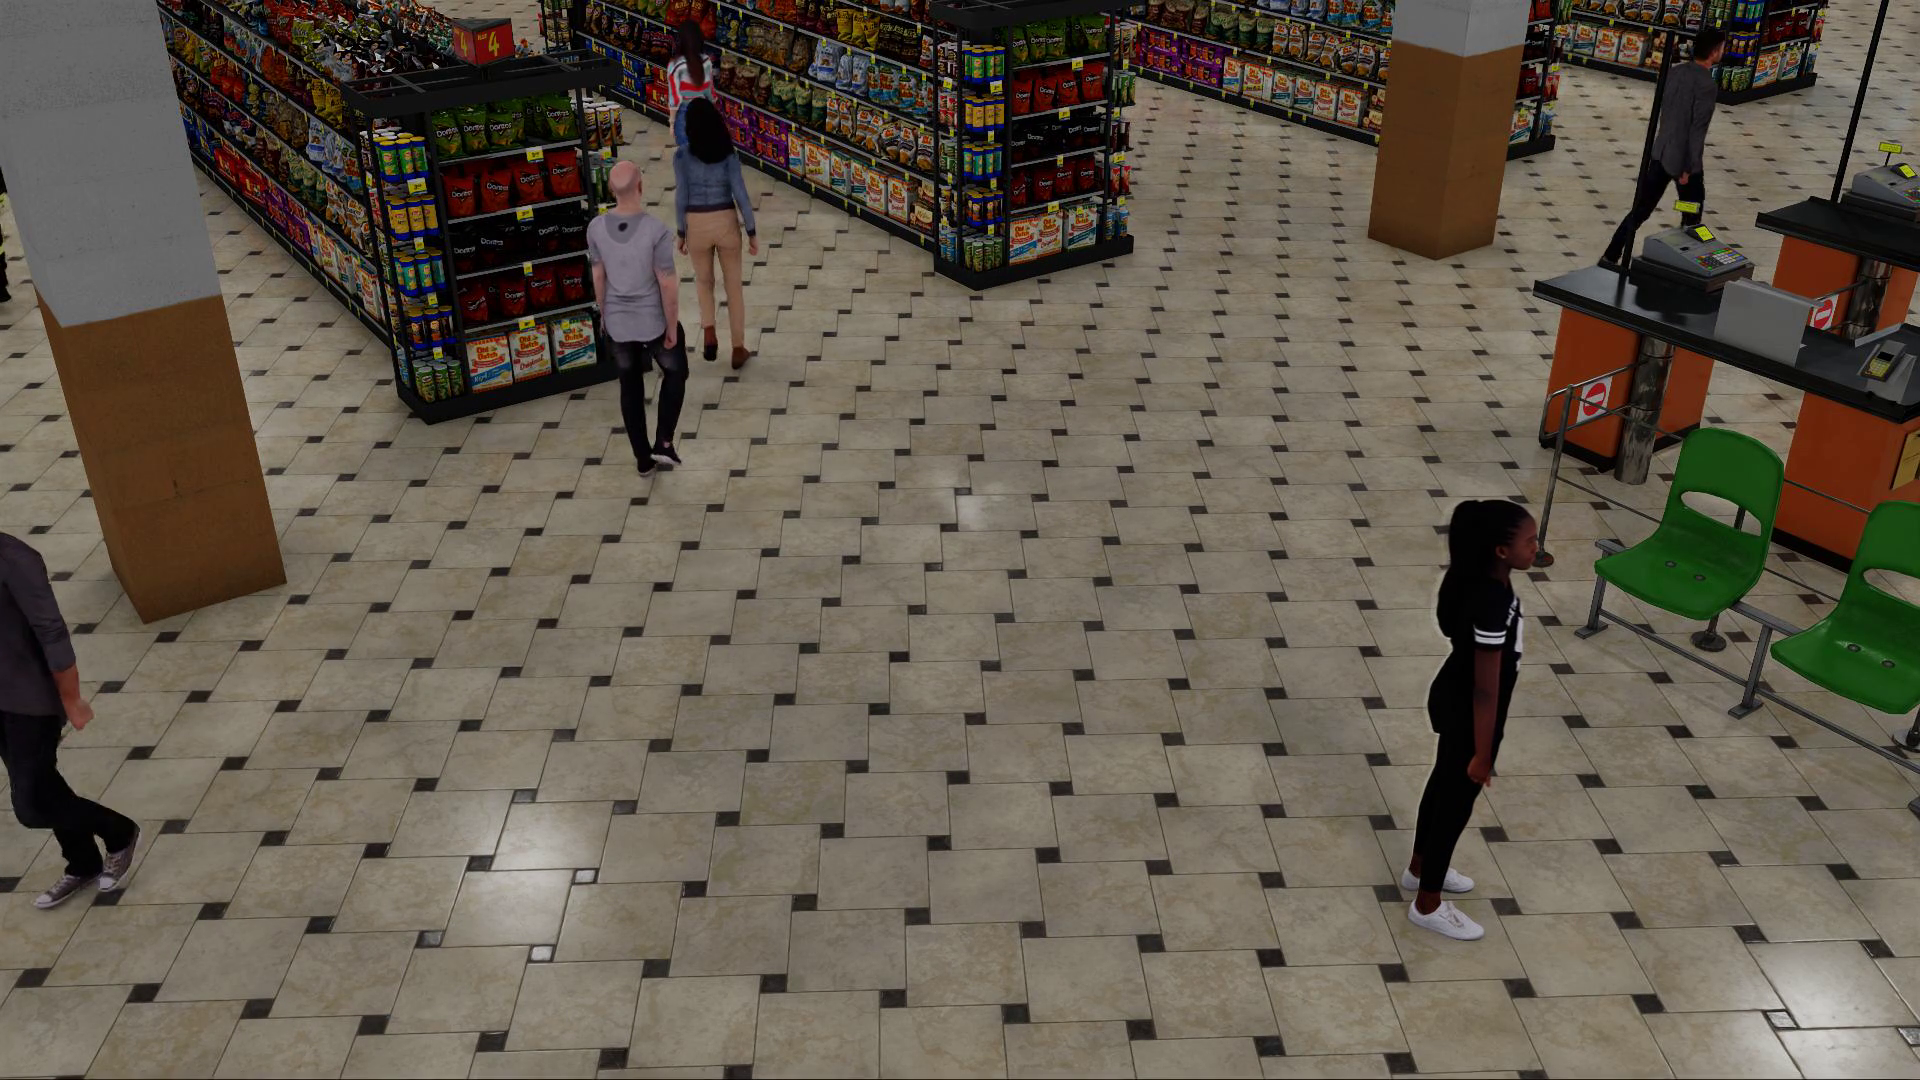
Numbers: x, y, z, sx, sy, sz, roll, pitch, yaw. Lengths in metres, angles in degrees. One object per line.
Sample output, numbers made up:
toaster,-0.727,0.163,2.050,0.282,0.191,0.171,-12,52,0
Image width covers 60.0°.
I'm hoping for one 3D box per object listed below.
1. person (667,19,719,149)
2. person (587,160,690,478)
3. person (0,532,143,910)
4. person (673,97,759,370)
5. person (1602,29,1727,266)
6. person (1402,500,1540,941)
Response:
person,-2.116,-3.354,13.420,0.690,1.590,1.012,-24,37,-37
person,-1.794,-1.166,9.170,0.836,1.825,0.893,4,29,8
person,-3.362,0.511,6.084,0.761,1.837,0.863,15,32,25
person,-1.590,-1.899,10.579,0.852,1.759,0.904,1,29,2
person,5.109,-2.733,12.028,0.941,1.836,1.197,-11,30,-19
person,1.832,0.633,5.974,0.756,1.729,0.697,5,29,9
